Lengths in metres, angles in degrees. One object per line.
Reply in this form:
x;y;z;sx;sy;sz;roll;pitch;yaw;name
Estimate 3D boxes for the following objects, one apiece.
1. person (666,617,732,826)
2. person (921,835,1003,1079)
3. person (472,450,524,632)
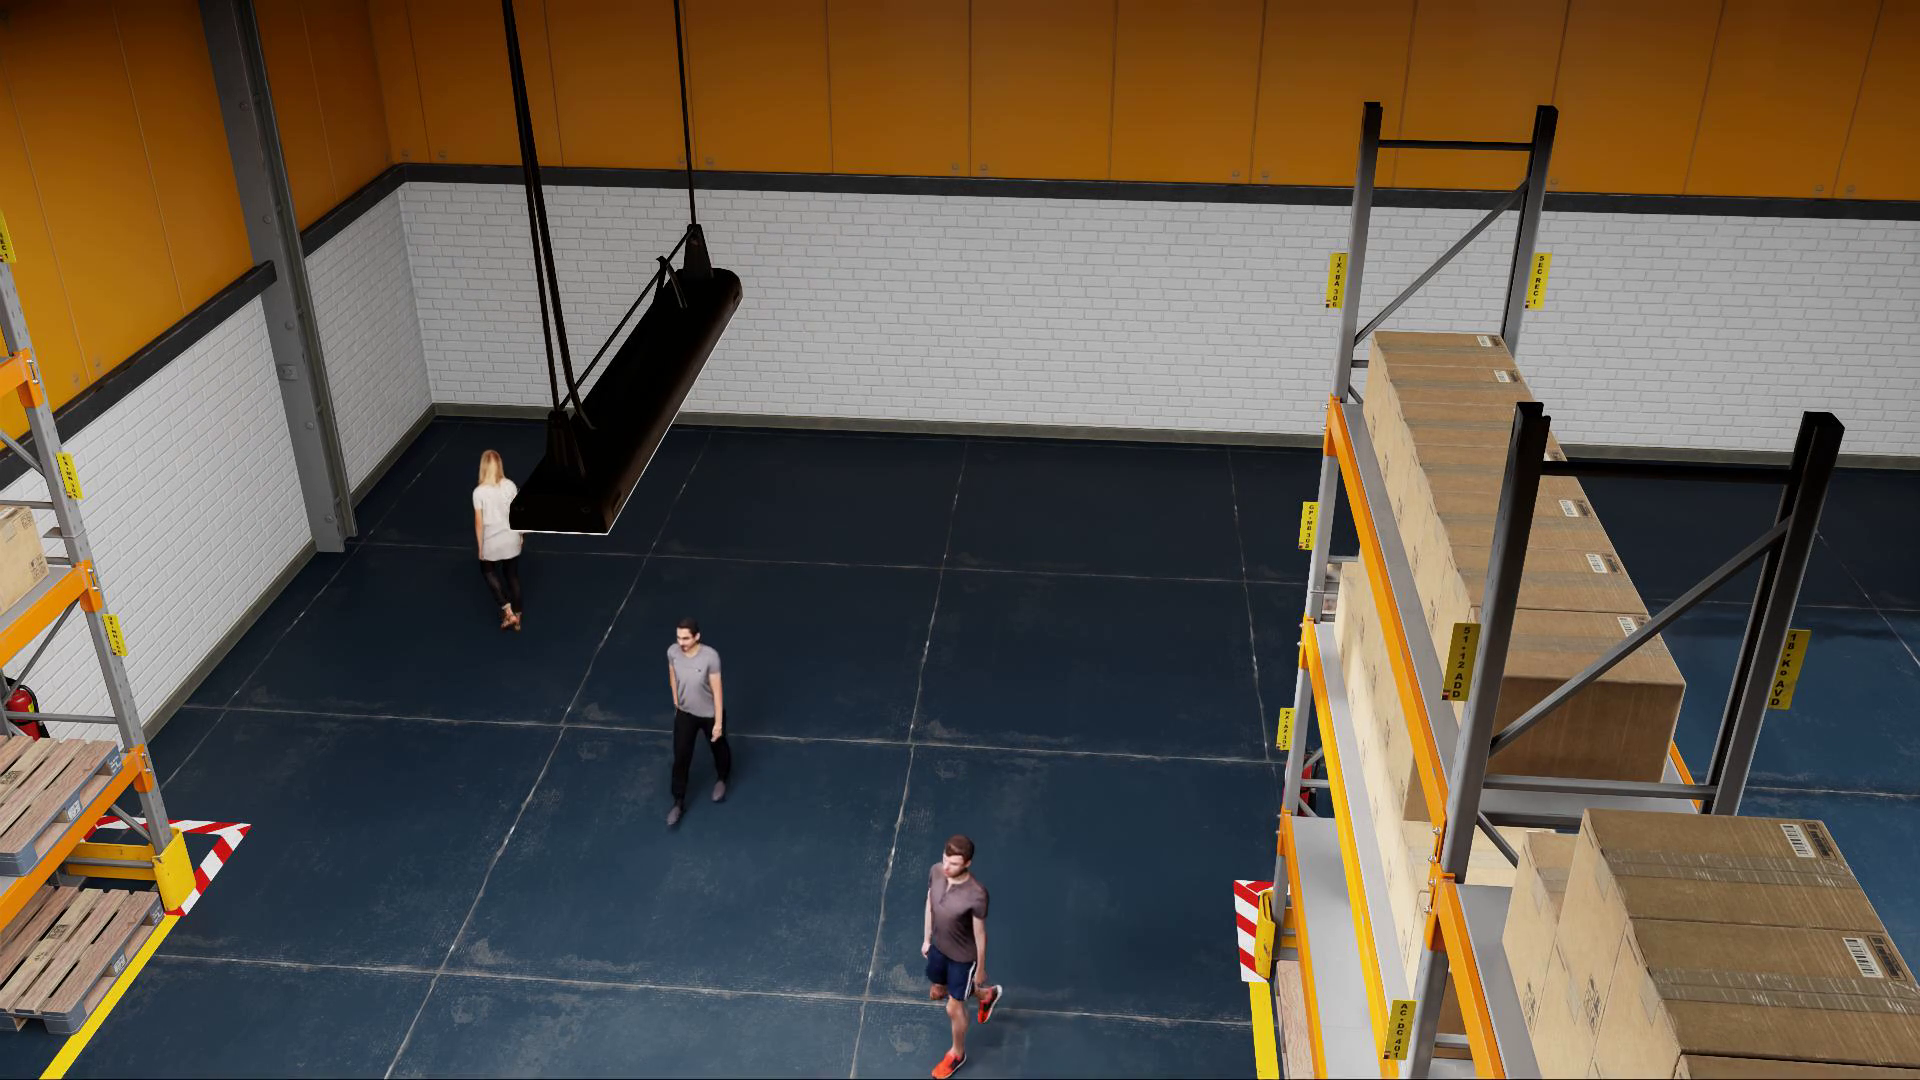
-1.988;1.291;12.980;0.689;1.725;0.986;5;29;8;person
0.037;2.565;10.531;1.046;1.834;0.972;-24;37;-37;person
-4.146;0.061;15.141;0.786;1.815;0.845;-20;35;-33;person
